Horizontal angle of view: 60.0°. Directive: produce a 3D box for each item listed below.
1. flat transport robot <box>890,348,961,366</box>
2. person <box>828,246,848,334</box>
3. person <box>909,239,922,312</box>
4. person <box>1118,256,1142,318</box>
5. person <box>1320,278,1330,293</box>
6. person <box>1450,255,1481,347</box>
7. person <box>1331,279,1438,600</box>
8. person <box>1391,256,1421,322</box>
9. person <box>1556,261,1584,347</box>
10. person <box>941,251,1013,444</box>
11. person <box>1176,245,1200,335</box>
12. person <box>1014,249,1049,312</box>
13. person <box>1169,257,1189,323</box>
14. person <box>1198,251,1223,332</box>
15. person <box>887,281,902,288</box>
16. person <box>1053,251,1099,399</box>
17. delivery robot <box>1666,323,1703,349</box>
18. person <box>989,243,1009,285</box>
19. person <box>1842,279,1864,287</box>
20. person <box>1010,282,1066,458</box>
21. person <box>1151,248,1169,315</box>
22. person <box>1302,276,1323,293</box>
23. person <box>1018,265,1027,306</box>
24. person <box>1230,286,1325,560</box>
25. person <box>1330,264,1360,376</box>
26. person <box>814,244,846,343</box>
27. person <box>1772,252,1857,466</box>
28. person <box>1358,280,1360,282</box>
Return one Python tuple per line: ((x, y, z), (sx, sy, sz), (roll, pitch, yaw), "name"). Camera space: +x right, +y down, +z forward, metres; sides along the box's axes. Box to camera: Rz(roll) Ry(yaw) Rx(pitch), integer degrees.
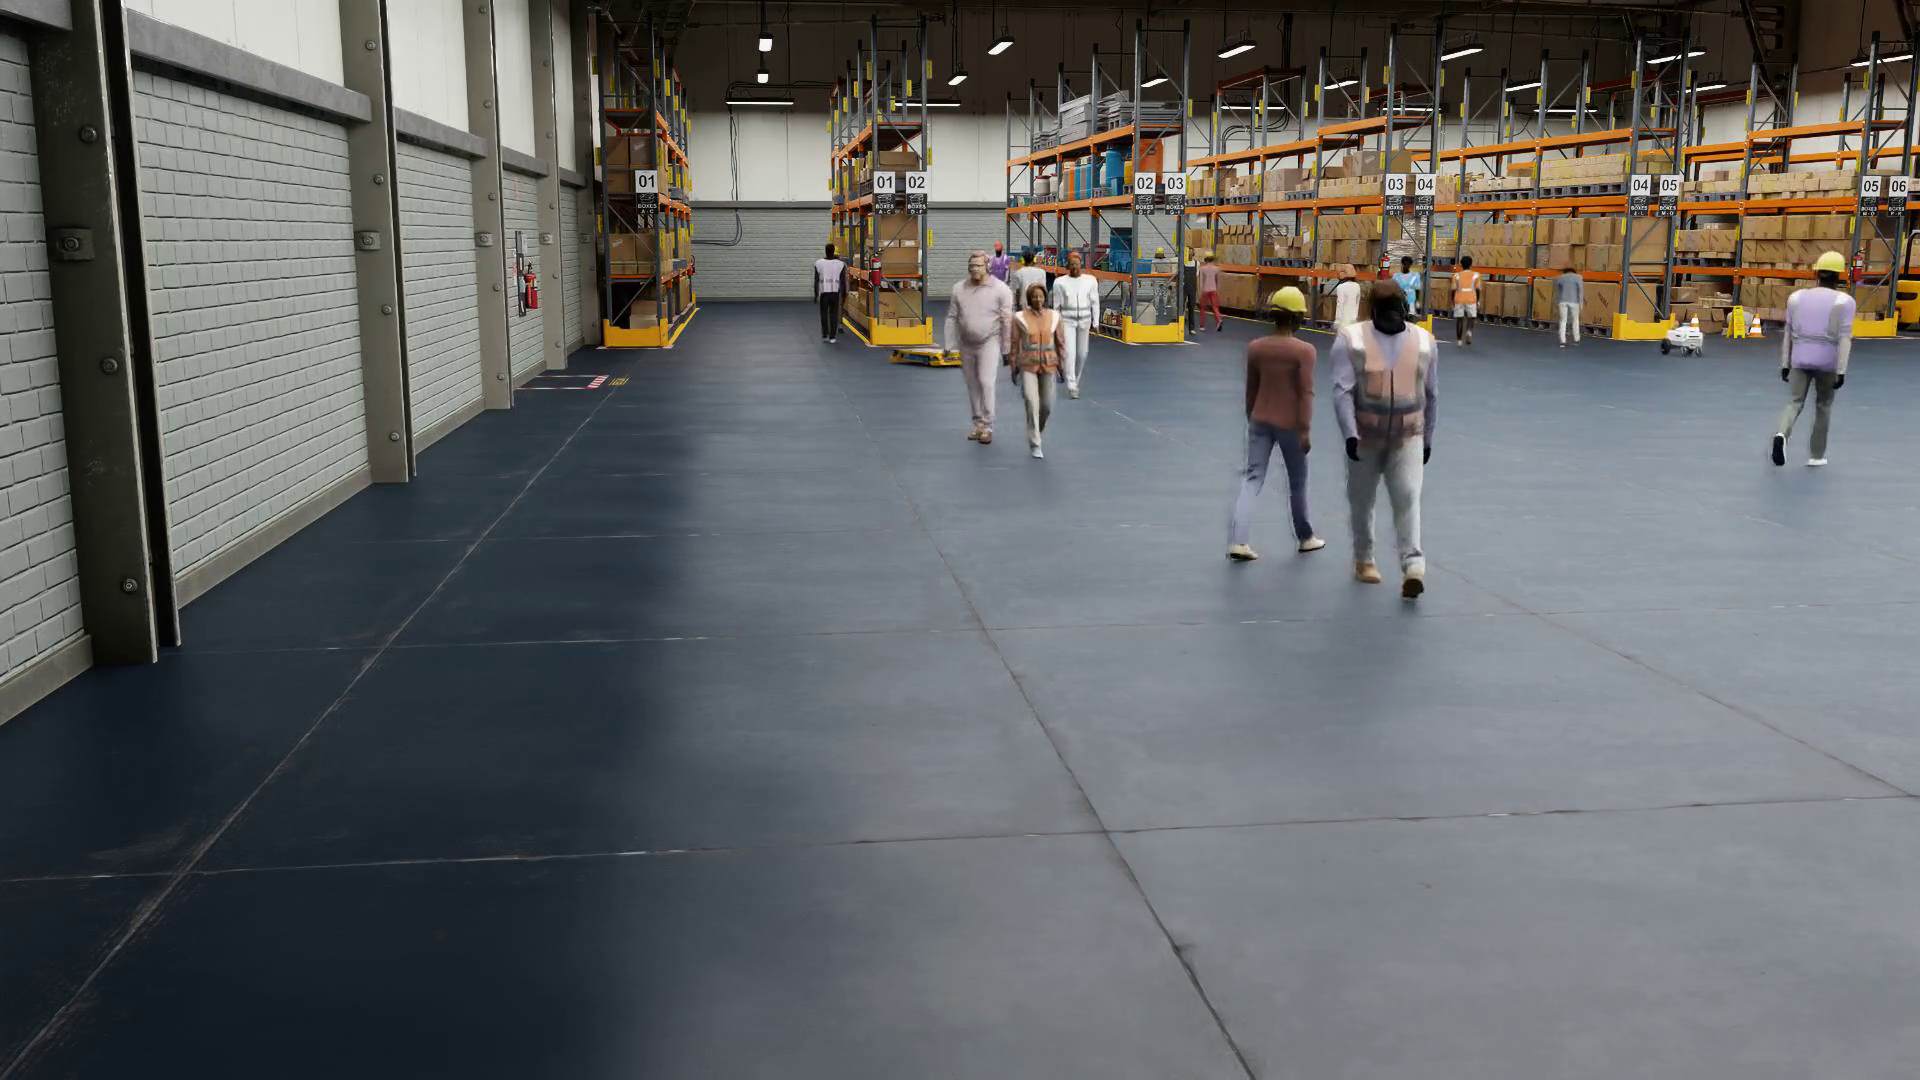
((-0.447, -2.924, 26.477), (0.652, 0.197, 1.431), (-7, 13, -35), "flat transport robot")
((-2.641, -5.249, 34.966), (0.588, 1.827, 0.403), (-2, 11, -12), "person")
((-1.183, -7.126, 44.718), (0.652, 2.013, 0.803), (-2, 11, -11), "person")
((4.097, -6.252, 40.148), (0.631, 1.939, 0.369), (-2, 11, -12), "person")
((10.546, -7.793, 48.641), (0.687, 1.922, 0.800), (2, 11, 13), "person")
((9.307, -4.400, 30.658), (0.545, 1.683, 0.367), (3, 11, 18), "person")
((2.420, -0.574, 9.446), (0.626, 1.780, 0.980), (1, 10, 4), "person")
((8.084, -4.333, 30.311), (0.555, 1.677, 0.492), (5, 11, 26), "person")
((11.304, -4.371, 30.785), (0.529, 1.580, 0.854), (7, 13, 35), "person")
((0.146, -1.892, 16.425), (0.669, 1.881, 0.774), (5, 12, 26), "person")
((4.726, -5.169, 34.470), (0.508, 1.846, 0.345), (-1, 10, -8), "person")
((1.111, -3.542, 25.588), (0.557, 1.838, 0.487), (1, 10, 3), "person")
((5.192, -6.027, 39.351), (0.643, 1.786, 0.424), (9, 14, 42), "person")
((5.387, -5.327, 35.666), (0.537, 1.737, 0.784), (-3, 11, -15), "person")
((-1.931, -7.517, 47.108), (0.602, 1.934, 0.984), (-2, 11, -12), "person")
((1.461, -2.743, 21.155), (0.577, 1.858, 0.855), (-1, 10, -7), "person")
((12.375, -3.465, 28.406), (0.477, 0.478, 0.707), (0, 10, -2), "delivery robot")
((0.976, -6.596, 42.239), (0.536, 1.879, 0.961), (0, 10, -2), "person")
((19.401, -5.532, 36.051), (0.610, 2.008, 1.001), (-2, 10, -9), "person")
((0.710, -1.595, 15.484), (0.525, 1.617, 0.633), (-2, 11, -11), "person")
((5.212, -6.745, 43.386), (0.484, 1.745, 0.297), (-2, 11, -13), "person")
((9.771, -7.300, 45.996), (0.636, 1.905, 0.868), (2, 11, 12), "person")
((1.502, -5.490, 36.910), (0.542, 1.594, 0.856), (-2, 11, -12), "person")
((2.009, -0.733, 10.495), (0.535, 1.720, 0.893), (9, 14, 42), "person")
((5.620, -3.192, 24.211), (0.507, 1.633, 0.278), (-9, 14, -42), "person")
((-2.507, -4.767, 32.175), (0.622, 1.873, 0.937), (-1, 10, -5), "person")
((7.440, -1.559, 14.519), (0.598, 1.902, 0.779), (10, 14, 44), "person")
((10.839, -7.270, 45.973), (0.525, 1.849, 0.637), (-1, 10, -3), "person")
